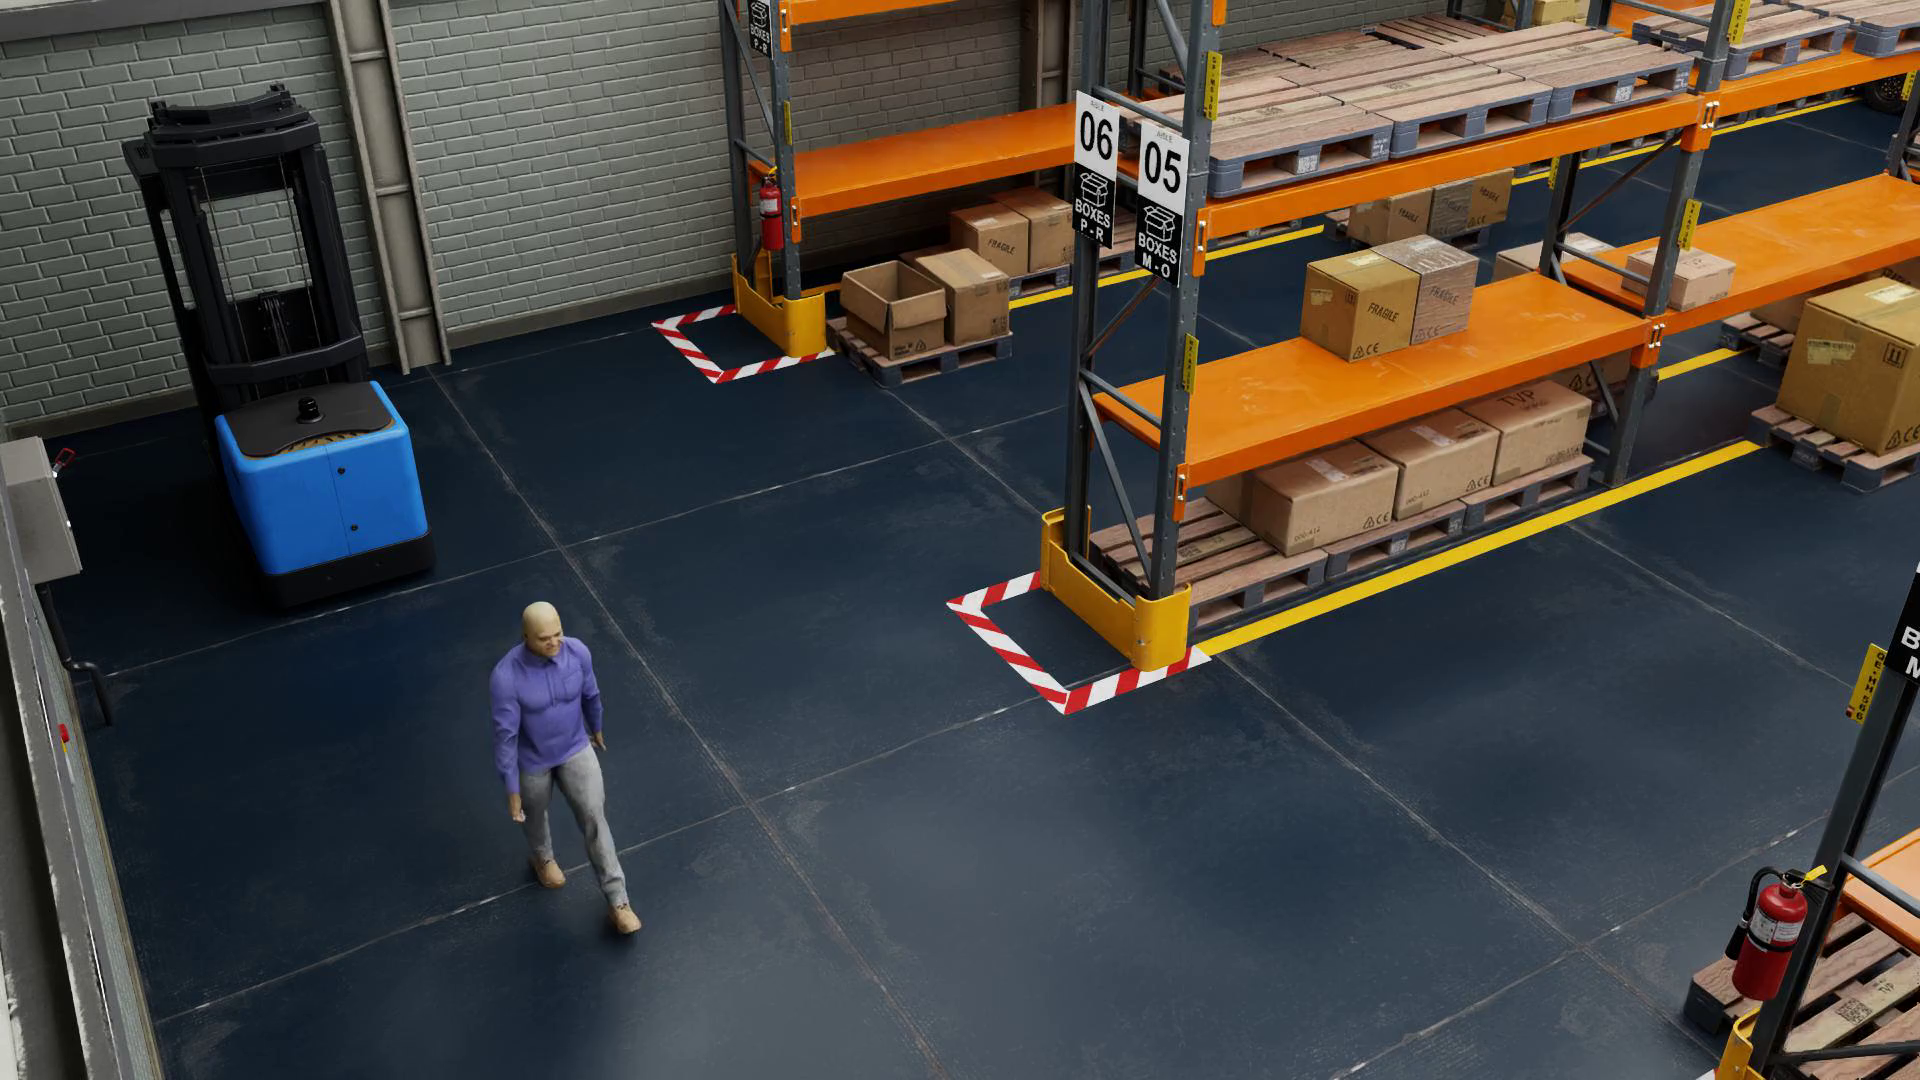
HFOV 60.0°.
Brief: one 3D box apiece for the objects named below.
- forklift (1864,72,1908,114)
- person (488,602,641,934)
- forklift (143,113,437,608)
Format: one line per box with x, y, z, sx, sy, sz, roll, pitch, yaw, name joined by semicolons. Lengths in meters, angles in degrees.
11.468;-5.645;18.244;1.214;2.155;2.313;-17;36;-26;forklift
-1.885;1.066;7.811;0.600;1.752;0.949;-18;36;-27;person
-4.289;-1.259;10.509;1.129;2.768;1.873;-17;36;-26;forklift
